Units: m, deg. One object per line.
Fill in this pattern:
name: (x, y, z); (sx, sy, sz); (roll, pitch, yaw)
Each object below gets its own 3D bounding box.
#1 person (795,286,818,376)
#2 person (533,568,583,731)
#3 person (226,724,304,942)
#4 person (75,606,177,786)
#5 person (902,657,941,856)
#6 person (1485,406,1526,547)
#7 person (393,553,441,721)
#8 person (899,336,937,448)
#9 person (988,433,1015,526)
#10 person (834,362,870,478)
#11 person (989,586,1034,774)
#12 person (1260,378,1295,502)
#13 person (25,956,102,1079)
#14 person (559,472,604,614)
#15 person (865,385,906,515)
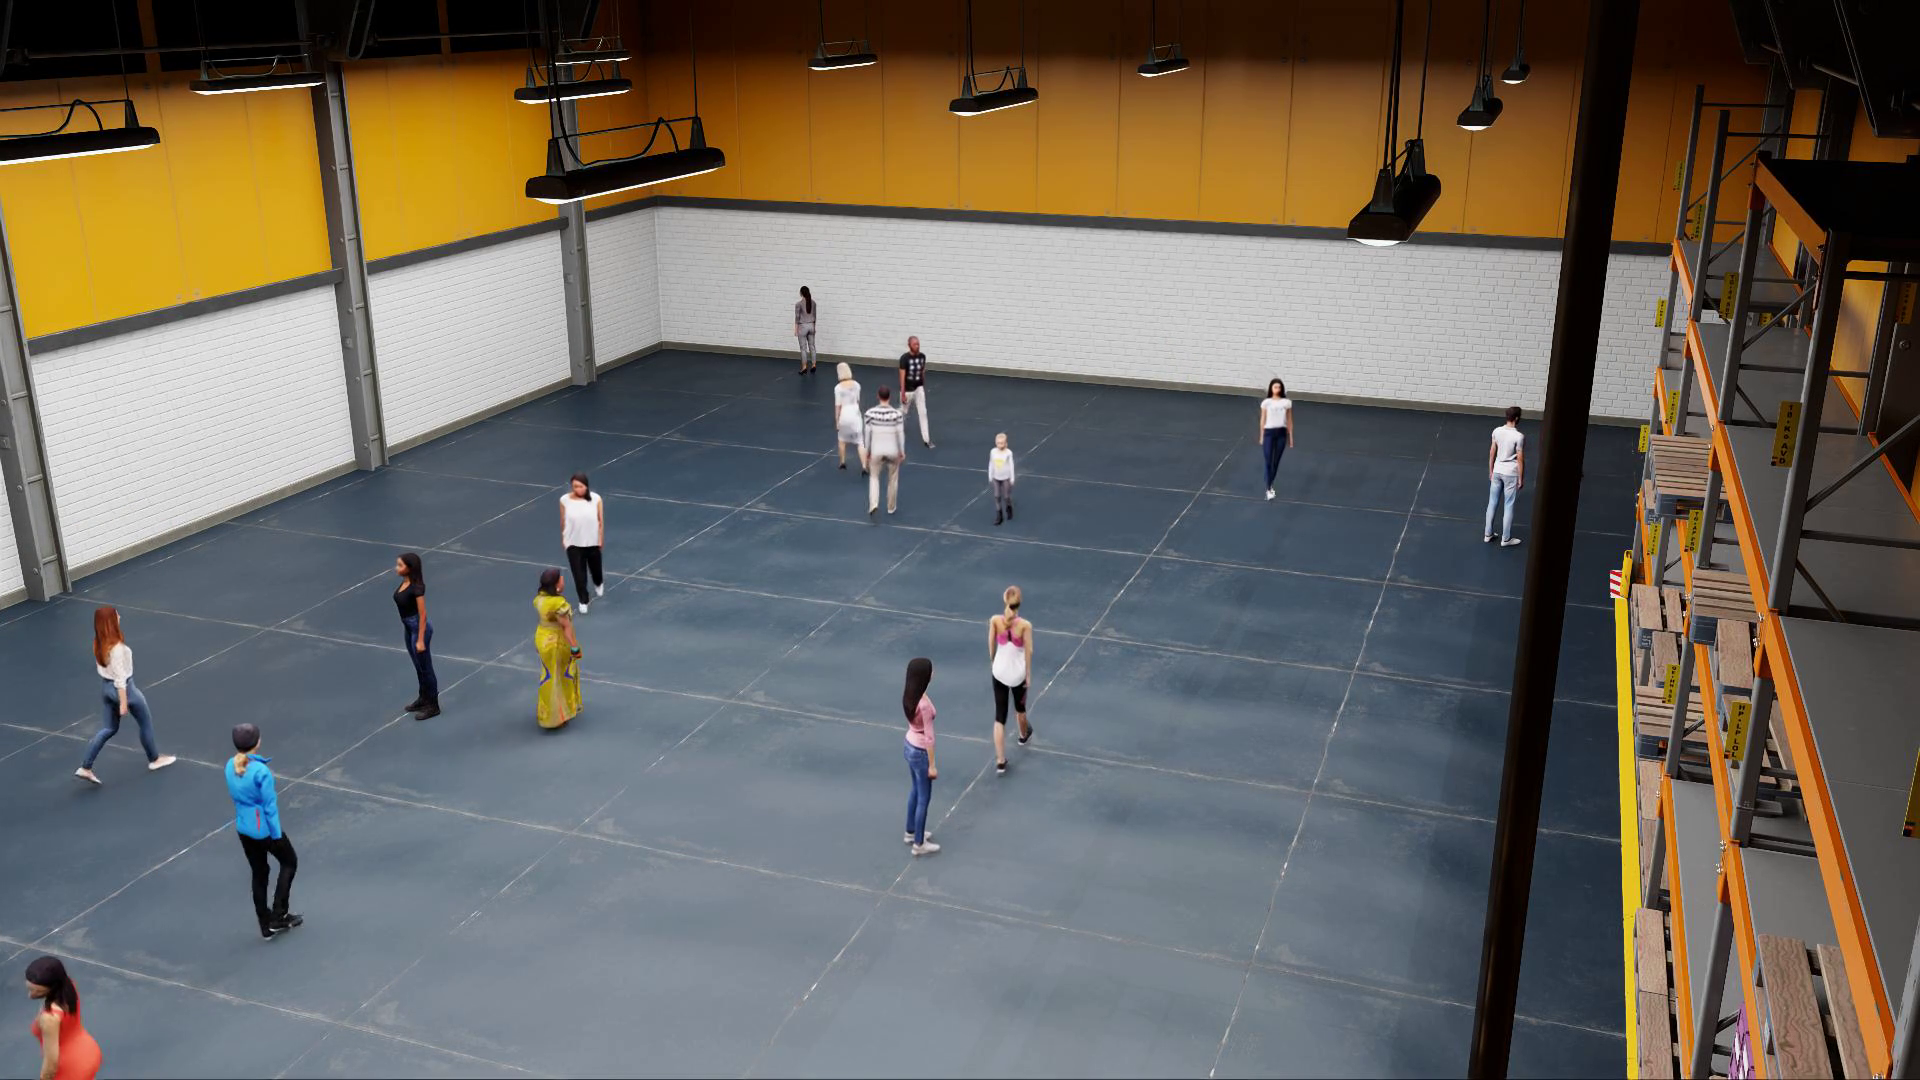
person: (-2.899, -3.960, 31.375); (0.697, 1.678, 0.785); (-13, 23, -35)
person: (-4.075, 1.092, 16.427); (1.026, 1.643, 0.985); (-12, 22, -32)
person: (-5.409, 2.265, 12.708); (0.660, 1.795, 0.604); (9, 21, 25)
person: (-7.825, 1.444, 15.300); (0.765, 1.697, 1.160); (12, 22, 32)
person: (-0.352, 1.812, 14.141); (0.700, 1.740, 0.624); (-7, 20, -19)
person: (7.182, -0.856, 21.887); (0.743, 1.850, 0.737); (-13, 23, -34)
person: (-5.451, 0.943, 16.724); (0.693, 1.736, 0.658); (-13, 22, -33)
person: (-0.818, -2.360, 26.518); (1.270, 1.745, 1.257); (-11, 21, -29)
person: (0.593, -0.867, 22.827); (0.499, 1.273, 0.605); (7, 20, 20)
person: (-1.600, -1.744, 24.777); (0.967, 1.690, 1.069); (-5, 19, -15)
person: (0.433, 1.331, 15.558); (0.647, 1.745, 1.079); (5, 19, 16)
person: (4.495, -1.464, 23.845); (0.865, 1.753, 1.065); (-2, 19, -5)
person: (-5.321, 3.232, 10.028); (0.819, 1.672, 0.708); (1, 19, 2)
person: (-4.442, -0.002, 19.634); (0.858, 1.671, 0.949); (-3, 19, -9)
person: (-1.042, -1.206, 22.938); (0.836, 1.843, 0.922); (1, 19, 3)
